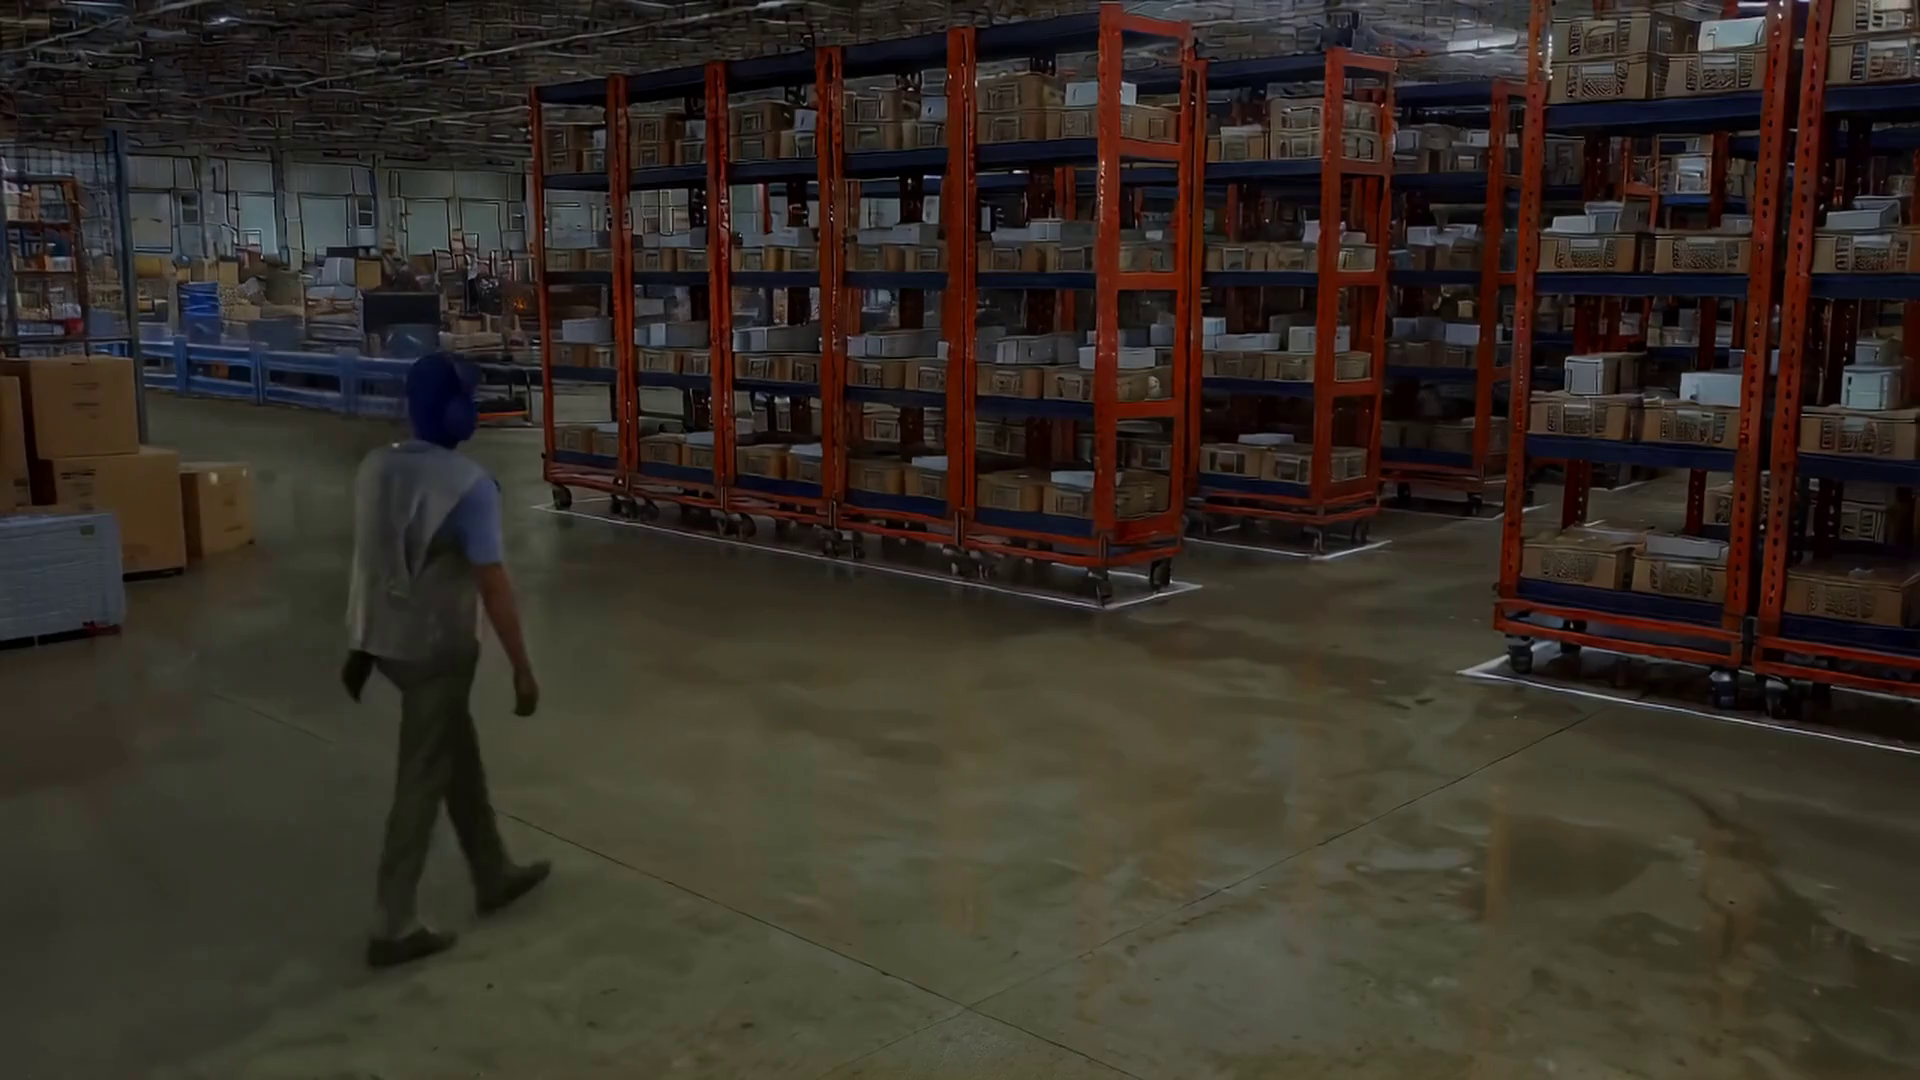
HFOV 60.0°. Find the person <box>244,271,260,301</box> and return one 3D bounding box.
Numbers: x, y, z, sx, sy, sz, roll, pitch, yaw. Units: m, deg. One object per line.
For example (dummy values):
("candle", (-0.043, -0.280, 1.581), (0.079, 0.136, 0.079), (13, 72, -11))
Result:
("person", (-26.901, -9.237, 63.285), (0.624, 1.992, 0.390), (-3, 10, -20))

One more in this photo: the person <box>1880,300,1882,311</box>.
("person", (16.567, -3.879, 30.497), (0.725, 1.967, 0.656), (7, 12, 38))

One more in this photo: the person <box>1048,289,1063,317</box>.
("person", (1.417, -2.980, 25.451), (0.604, 1.825, 0.403), (1, 9, 8))

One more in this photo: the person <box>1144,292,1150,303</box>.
("person", (7.036, -9.024, 62.886), (0.318, 1.700, 0.533), (1, 9, 4))

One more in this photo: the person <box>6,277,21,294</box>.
("person", (-41.475, -10.782, 73.061), (0.646, 1.890, 1.003), (4, 10, 21))

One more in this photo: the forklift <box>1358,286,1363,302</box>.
("forklift", (11.100, -7.017, 46.970), (1.873, 2.768, 1.129), (9, 13, 43))

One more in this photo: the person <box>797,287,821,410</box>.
("person", (-1.911, -2.252, 20.732), (0.410, 1.909, 0.642), (-8, 12, -39))

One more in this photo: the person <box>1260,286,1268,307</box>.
("person", (10.249, -7.886, 56.267), (0.506, 1.605, 0.777), (6, 11, 32))

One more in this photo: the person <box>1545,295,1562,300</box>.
("person", (15.274, -5.817, 42.681), (0.645, 1.882, 1.046), (-5, 10, -28))

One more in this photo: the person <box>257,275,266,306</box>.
("person", (-24.387, -8.341, 58.174), (0.518, 1.874, 0.327), (9, 13, 44))

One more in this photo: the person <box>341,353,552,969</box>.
("person", (-1.519, 0.338, 5.107), (0.609, 1.809, 0.861), (7, 12, 38))

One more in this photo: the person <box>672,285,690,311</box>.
("person", (-8.655, -7.256, 51.791), (0.915, 1.788, 0.607), (8, 12, 41))

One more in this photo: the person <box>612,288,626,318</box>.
("person", (-8.283, -5.465, 40.861), (0.533, 1.767, 0.326), (1, 9, 5))

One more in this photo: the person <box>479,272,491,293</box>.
("person", (-23.978, -12.572, 84.020), (0.611, 1.900, 0.458), (-2, 9, -9))
